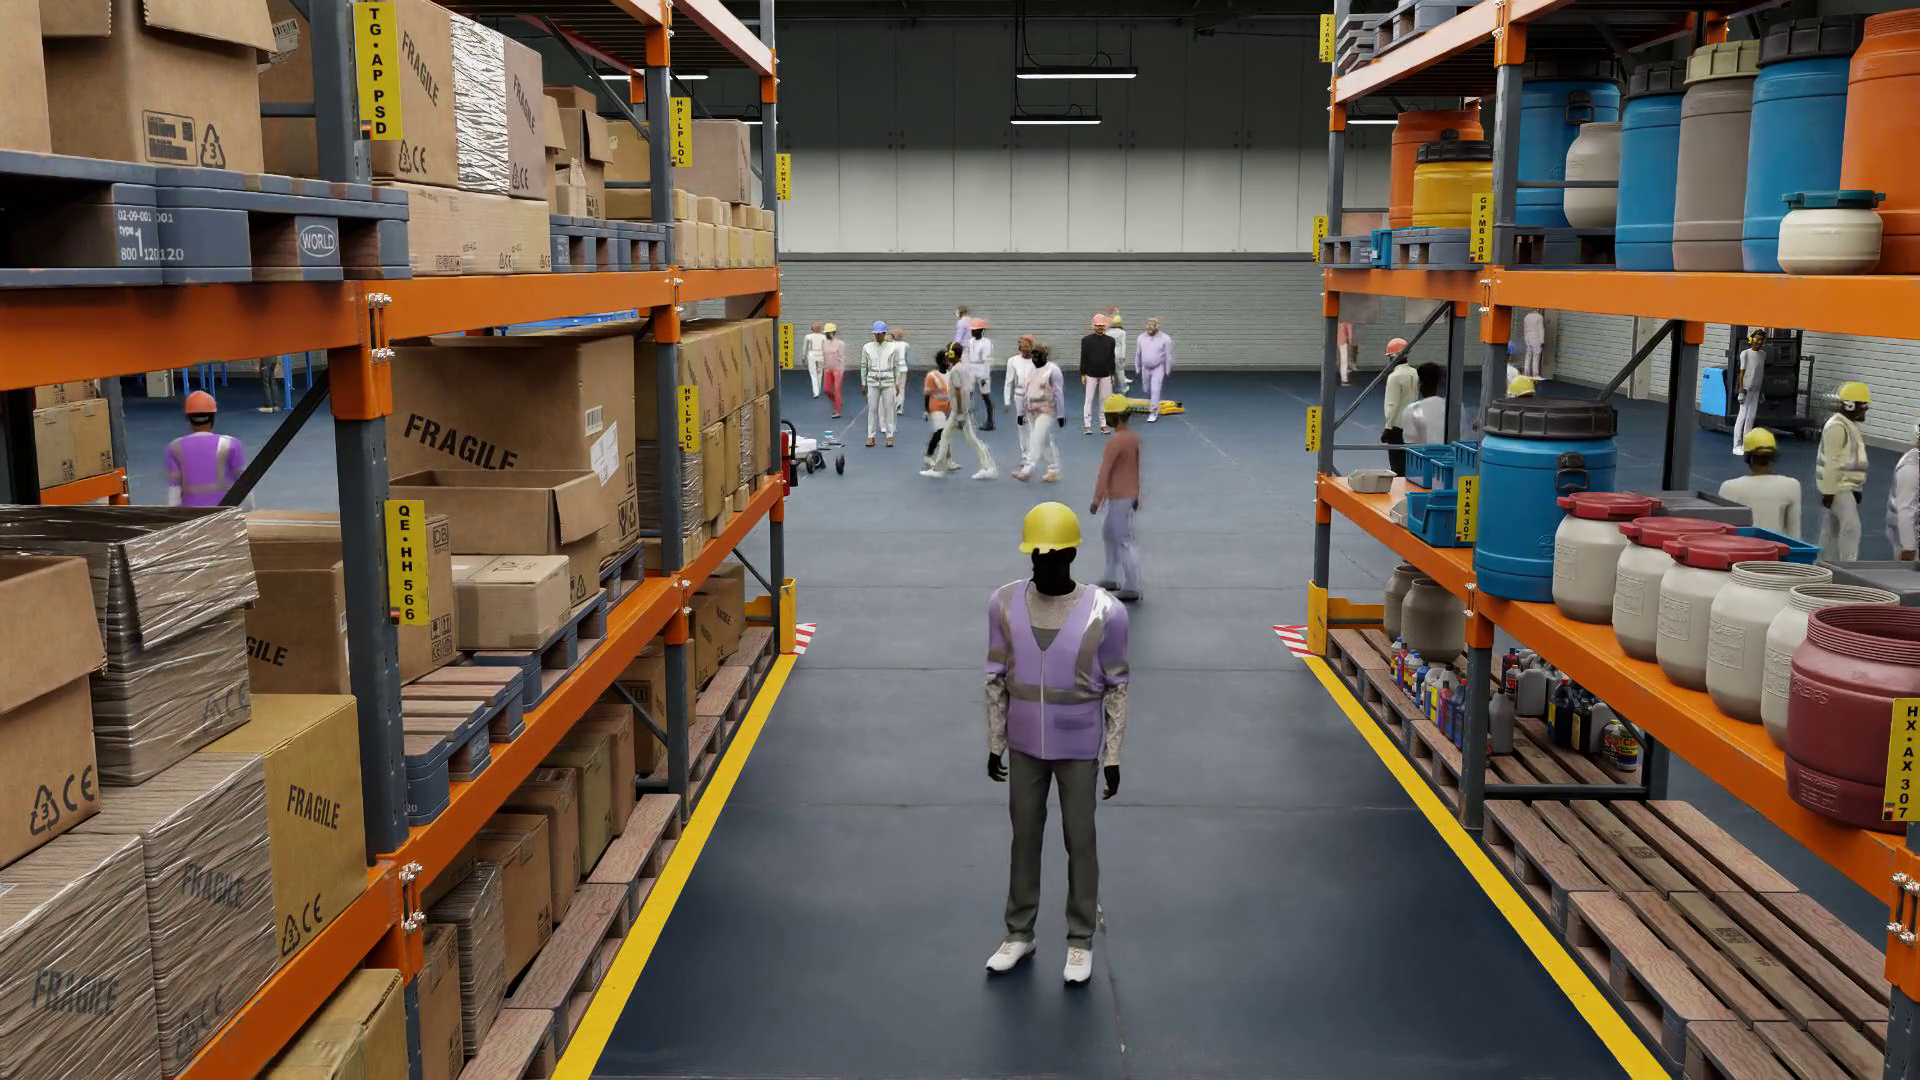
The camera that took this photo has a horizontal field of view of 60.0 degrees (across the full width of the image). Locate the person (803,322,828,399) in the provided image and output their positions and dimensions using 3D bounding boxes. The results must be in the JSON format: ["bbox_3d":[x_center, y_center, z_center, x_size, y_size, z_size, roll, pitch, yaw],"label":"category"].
[{"bbox_3d":[-3.036,-3.794,35.090,0.516,1.600,0.840,-3,10,-18],"label":"person"}]

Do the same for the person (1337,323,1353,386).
[{"bbox_3d":[8.840,-4.598,38.726,0.622,1.991,0.398,6,11,33],"label":"person"}]

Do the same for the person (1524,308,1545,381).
[{"bbox_3d":[13.960,-4.825,40.334,0.410,1.913,0.643,-4,10,-21],"label":"person"}]

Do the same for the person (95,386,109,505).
[{"bbox_3d":[-9.979,-1.147,18.685,0.682,1.782,0.941,4,10,22],"label":"person"}]

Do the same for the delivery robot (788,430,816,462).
[{"bbox_3d":[-2.324,-1.279,22.980,0.477,0.478,0.707,8,12,40],"label":"delivery robot"}]

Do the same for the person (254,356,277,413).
[{"bbox_3d":[-13.208,-3.343,31.700,0.349,1.826,0.563,2,10,10],"label":"person"}]

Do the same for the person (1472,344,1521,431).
[{"bbox_3d":[6.727,-1.533,20.653,0.610,1.903,0.993,-9,13,-43],"label":"person"}]

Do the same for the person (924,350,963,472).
[{"bbox_3d":[-0.247,-1.788,22.900,0.545,1.653,0.858,-9,13,-44],"label":"person"}]

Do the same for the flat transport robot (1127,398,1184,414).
[{"bbox_3d":[3.527,-2.582,31.925,1.431,0.197,0.652,8,12,39],"label":"flat transport robot"}]

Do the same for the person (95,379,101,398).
[{"bbox_3d":[-12.264,-2.012,23.545,0.550,1.880,1.009,2,10,9],"label":"person"}]

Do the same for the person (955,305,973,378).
[{"bbox_3d":[-0.020,-4.245,36.834,0.726,1.914,0.663,3,10,19],"label":"person"}]

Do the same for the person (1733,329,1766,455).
[{"bbox_3d":[11.802,-2.202,24.771,0.519,1.863,0.335,-5,11,-26],"label":"person"}]

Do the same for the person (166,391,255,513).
[{"bbox_3d":[-5.715,-0.190,12.697,0.555,1.884,1.030,-1,9,-3],"label":"person"}]

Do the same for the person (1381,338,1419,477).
[{"bbox_3d":[5.029,-1.314,19.081,0.393,1.986,0.610,9,13,42],"label":"person"}]

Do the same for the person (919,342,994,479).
[{"bbox_3d":[-0.014,-1.713,22.009,1.009,1.811,0.527,3,10,19],"label":"person"}]

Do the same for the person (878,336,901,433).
[{"bbox_3d":[-1.238,-2.603,27.911,0.509,1.618,0.553,-2,10,-9],"label":"person"}]

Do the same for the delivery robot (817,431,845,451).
[{"bbox_3d":[-1.790,-1.376,22.802,0.335,0.223,0.698,2,10,9],"label":"delivery robot"}]

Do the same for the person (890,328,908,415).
[{"bbox_3d":[-1.190,-3.172,31.278,0.515,1.629,0.358,-6,11,-33],"label":"person"}]

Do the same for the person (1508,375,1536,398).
[{"bbox_3d":[5.325,-0.652,15.711,0.596,1.801,0.917,-2,10,-9],"label":"person"}]

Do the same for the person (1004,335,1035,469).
[{"bbox_3d":[0.922,-1.908,23.056,0.615,1.835,0.950,2,10,10],"label":"person"}]

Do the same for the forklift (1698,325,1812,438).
[{"bbox_3d":[13.248,-3.165,27.620,1.129,2.768,1.873,0,9,1],"label":"forklift"}]

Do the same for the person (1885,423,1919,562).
[{"bbox_3d":[6.825,-0.014,11.814,0.433,1.813,0.604,9,13,44],"label":"person"}]

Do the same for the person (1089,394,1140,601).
[{"bbox_3d":[1.270,-0.363,14.119,0.658,1.747,0.527,5,11,26],"label":"person"}]

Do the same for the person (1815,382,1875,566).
[{"bbox_3d":[7.782,-0.460,14.453,0.623,1.814,0.626,7,12,35],"label":"person"}]

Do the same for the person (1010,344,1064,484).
[{"bbox_3d":[0.973,-1.627,21.507,0.961,1.794,0.653,-7,12,-38],"label":"person"}]

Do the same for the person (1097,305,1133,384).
[{"bbox_3d":[3.537,-4.605,39.224,1.029,1.860,0.634,-4,10,-22],"label":"person"}]

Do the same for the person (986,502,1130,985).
[{"bbox_3d":[0.372,0.799,6.597,0.589,1.927,0.388,4,10,22],"label":"person"}]

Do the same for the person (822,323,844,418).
[{"bbox_3d":[-2.331,-3.122,30.632,0.534,1.750,0.384,6,11,32],"label":"person"}]

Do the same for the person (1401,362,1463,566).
[{"bbox_3d":[4.361,-0.665,15.318,0.617,1.946,0.772,-1,10,-9],"label":"person"}]

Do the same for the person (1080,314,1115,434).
[{"bbox_3d":[2.306,-2.773,27.793,0.611,1.995,0.375,-2,10,-12],"label":"person"}]

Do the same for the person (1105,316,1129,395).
[{"bbox_3d":[3.389,-3.992,35.955,0.510,1.691,0.887,5,11,27],"label":"person"}]

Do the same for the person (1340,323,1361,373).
[{"bbox_3d":[10.052,-5.274,42.834,0.711,1.978,0.653,-7,12,-37],"label":"person"}]

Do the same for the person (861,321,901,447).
[{"bbox_3d":[-1.235,-2.429,25.871,0.618,1.945,0.395,1,10,4],"label":"person"}]

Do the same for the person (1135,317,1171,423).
[{"bbox_3d":[3.510,-3.096,30.095,0.656,1.881,0.819,5,11,27],"label":"person"}]

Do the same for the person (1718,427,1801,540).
[{"bbox_3d":[5.319,0.123,11.142,0.551,1.752,0.369,1,10,7],"label":"person"}]

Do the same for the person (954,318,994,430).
[{"bbox_3d":[0.256,-2.801,28.226,0.851,1.899,0.567,-7,12,-37],"label":"person"}]
